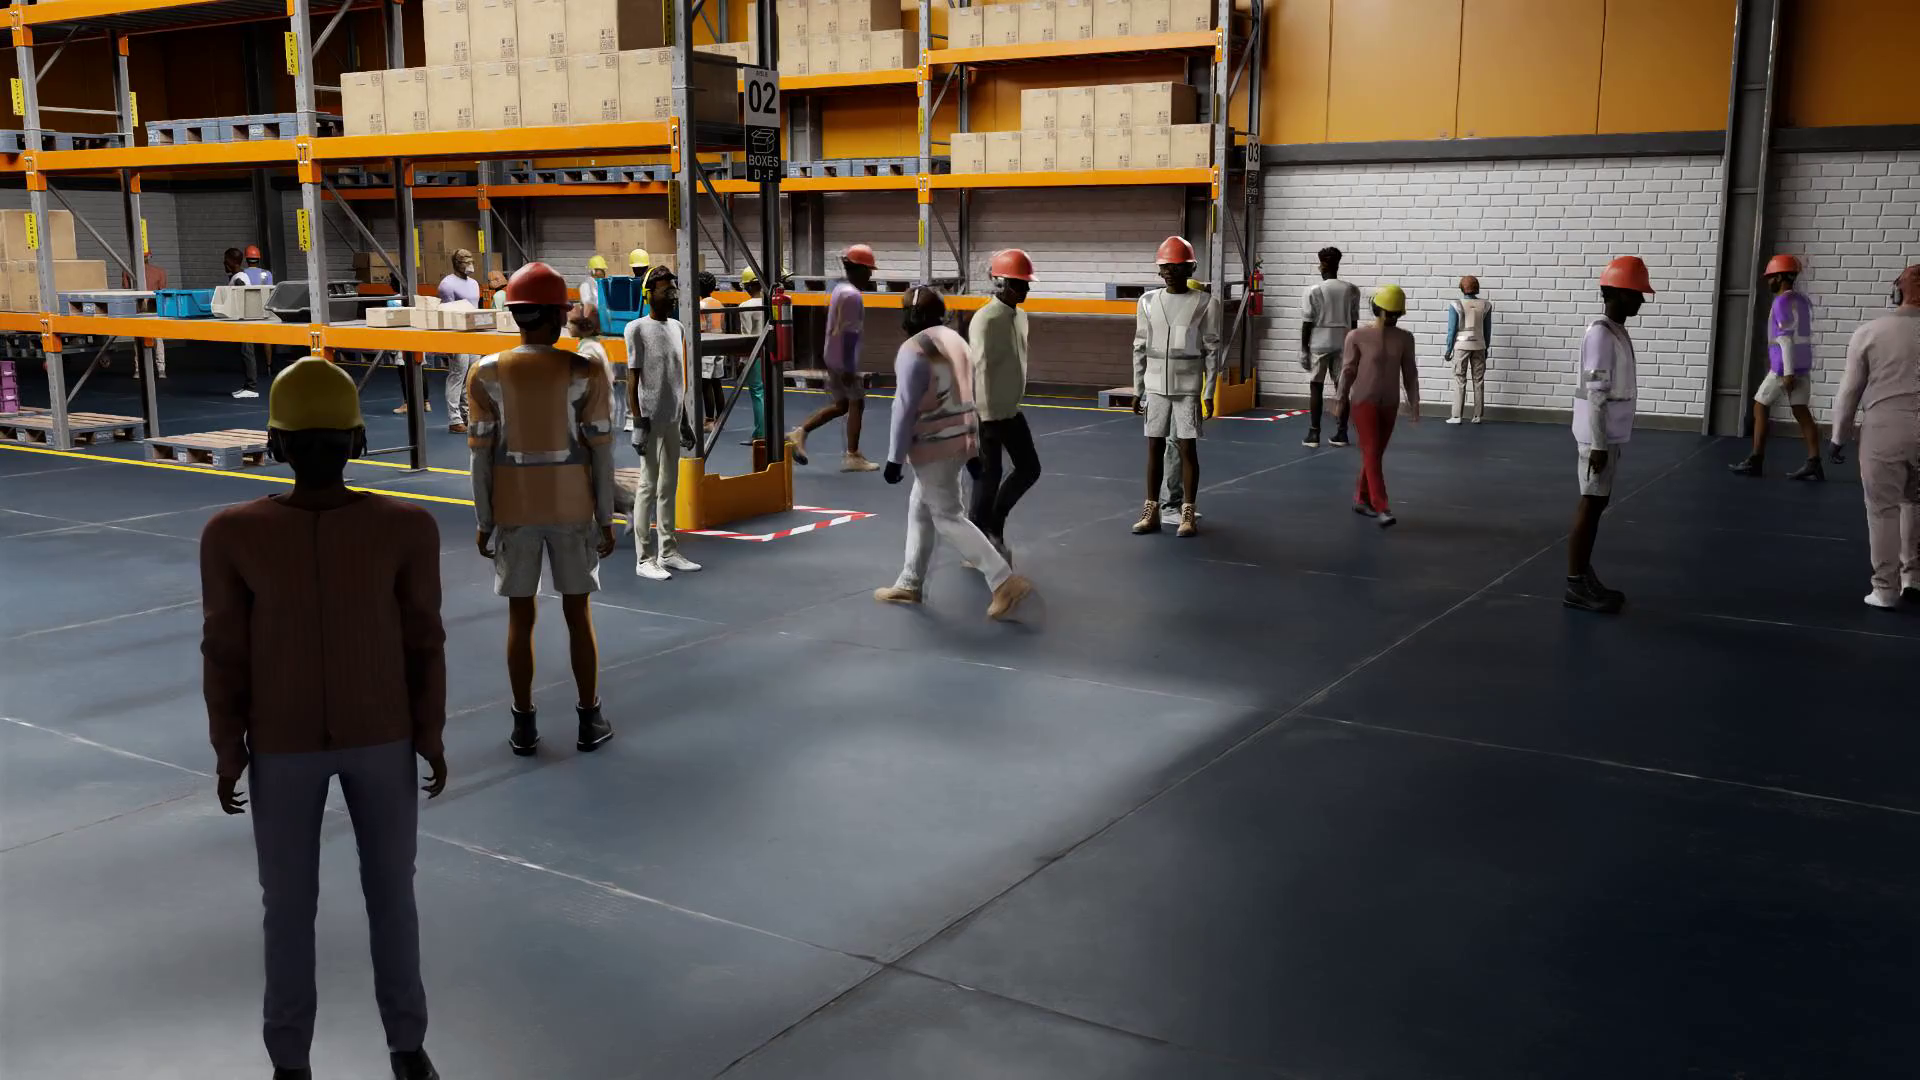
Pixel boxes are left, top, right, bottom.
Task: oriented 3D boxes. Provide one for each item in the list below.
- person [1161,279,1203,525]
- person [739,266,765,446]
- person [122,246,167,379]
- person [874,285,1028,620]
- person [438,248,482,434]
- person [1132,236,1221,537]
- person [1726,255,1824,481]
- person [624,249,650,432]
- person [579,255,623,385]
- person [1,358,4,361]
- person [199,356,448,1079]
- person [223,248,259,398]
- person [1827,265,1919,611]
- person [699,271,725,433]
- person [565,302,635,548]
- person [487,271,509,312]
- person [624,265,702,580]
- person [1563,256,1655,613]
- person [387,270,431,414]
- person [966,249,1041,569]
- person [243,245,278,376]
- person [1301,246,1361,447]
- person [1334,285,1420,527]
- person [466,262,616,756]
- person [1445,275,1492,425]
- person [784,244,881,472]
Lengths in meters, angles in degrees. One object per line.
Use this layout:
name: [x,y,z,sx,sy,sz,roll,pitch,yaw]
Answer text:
person: [1.614,-0.986,11.916,0.300,1.745,0.483,3,11,17]
person: [-2.011,-1.810,16.431,0.329,1.765,0.525,6,12,30]
person: [-11.926,-3.356,24.359,0.610,1.993,0.380,-3,11,-18]
person: [-0.048,-0.480,8.995,0.947,1.799,0.628,5,11,25]
person: [-5.216,-2.084,17.462,0.353,1.937,0.635,3,11,14]
person: [1.460,-1.038,11.371,0.605,2.045,0.377,5,11,25]
person: [6.978,-1.458,14.104,0.571,1.887,0.895,-8,13,-39]
person: [-3.360,-2.106,17.614,0.594,1.924,0.383,-2,11,-13]
person: [-5.034,-3.046,23.145,0.472,1.831,0.609,5,11,24]
person: [-15.371,-3.476,26.143,0.512,1.591,0.848,4,11,20]
person: [-1.435,0.465,3.811,0.525,1.770,0.306,-4,11,-23]
person: [-9.268,-2.799,21.475,0.390,1.920,0.587,-5,11,-24]
person: [5.173,-0.558,9.161,0.675,1.884,0.566,2,10,10]
person: [-2.664,-1.975,17.526,0.315,1.696,0.541,3,11,19]
person: [-2.363,-0.745,10.893,0.460,1.622,0.531,-1,10,-8]
person: [-6.024,-2.713,21.828,0.289,1.626,0.498,-1,10,-6]
person: [-1.784,-0.706,10.013,0.324,1.873,0.514,6,12,28]
person: [3.558,-0.576,9.115,0.374,1.933,0.550,6,12,28]
person: [-6.466,-2.310,19.436,0.321,1.689,0.542,5,11,24]
person: [0.263,-0.784,10.175,0.497,1.967,0.693,6,12,29]
person: [-10.497,-3.415,24.824,0.551,1.942,0.340,-2,10,-11]
person: [3.626,-1.890,16.334,0.610,1.959,0.370,-2,10,-11]
person: [3.005,-0.949,11.833,0.564,1.694,0.940,-3,11,-14]
person: [-1.638,-0.116,6.566,0.551,1.933,0.364,-2,10,-9]
person: [5.583,-2.081,18.274,0.513,1.640,0.311,-2,10,-9]
person: [-1.094,-1.563,14.447,0.809,2.001,0.618,-3,11,-17]
